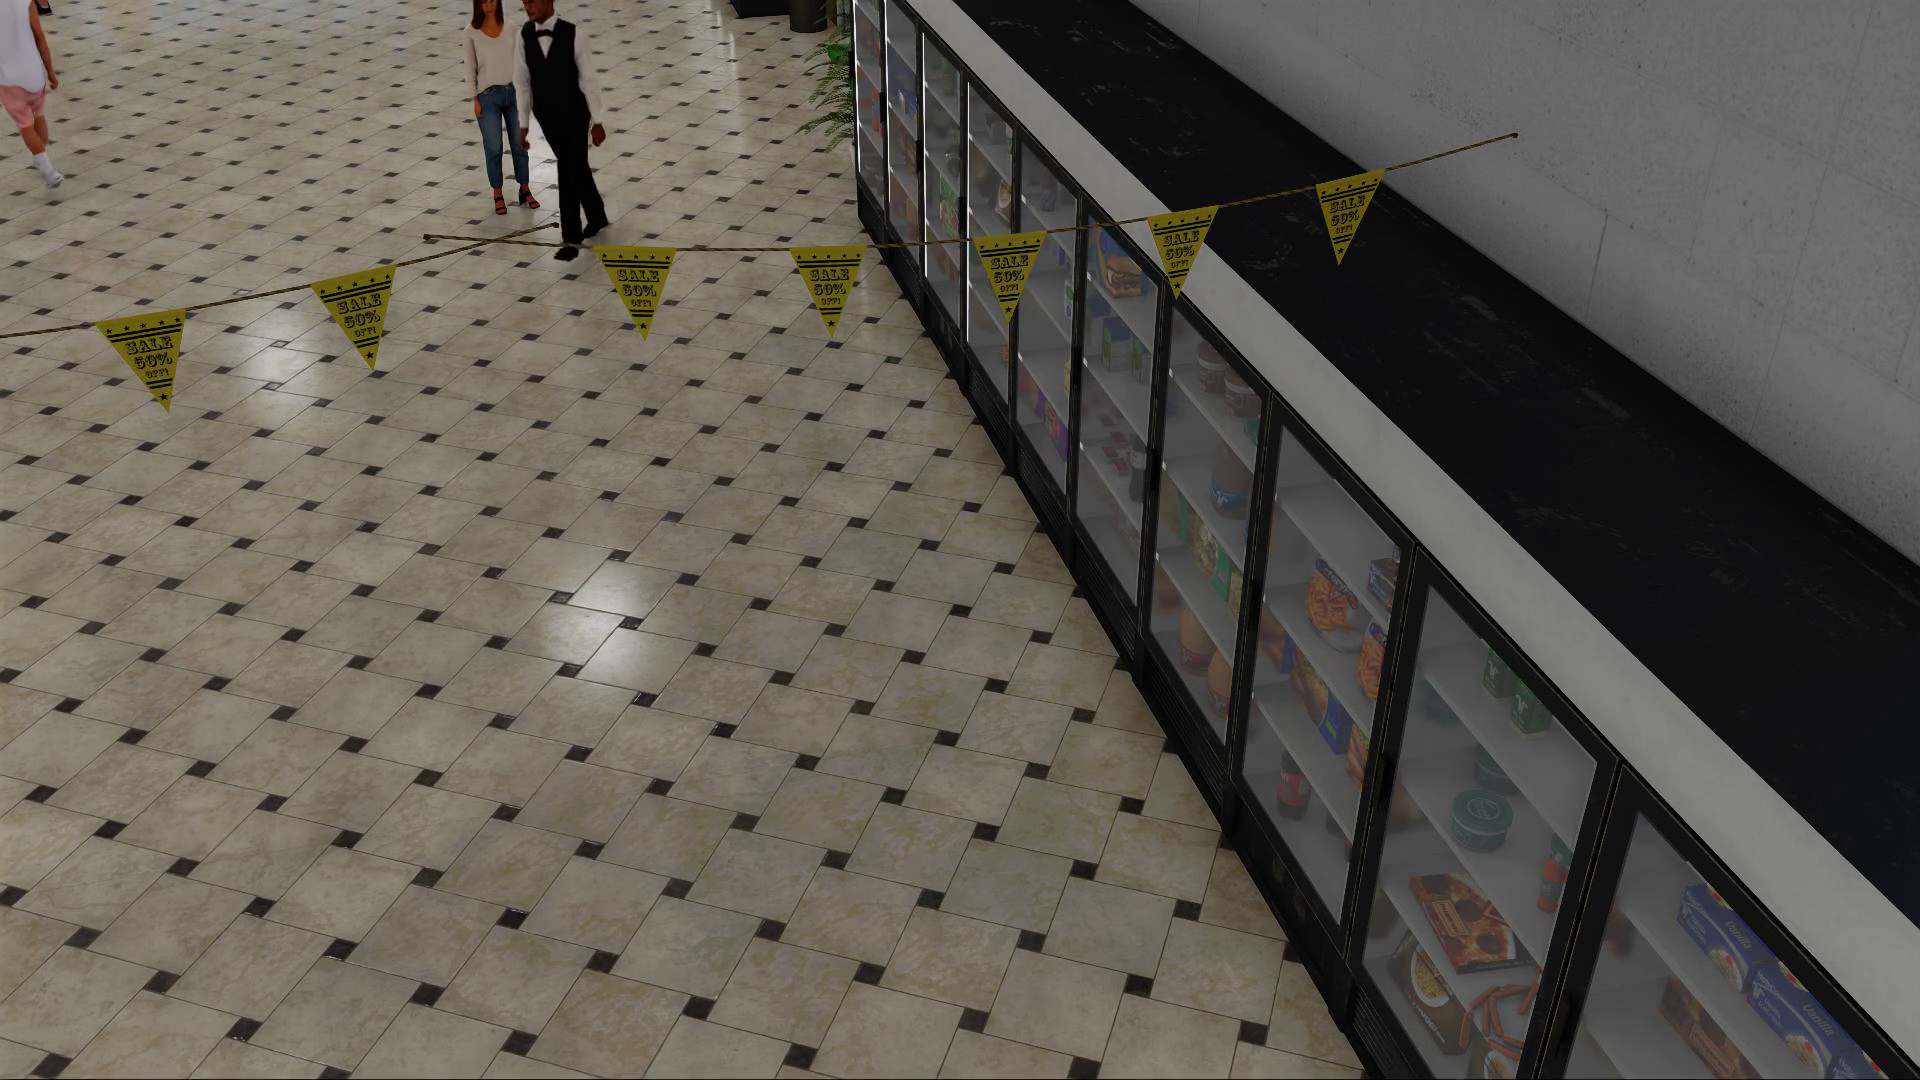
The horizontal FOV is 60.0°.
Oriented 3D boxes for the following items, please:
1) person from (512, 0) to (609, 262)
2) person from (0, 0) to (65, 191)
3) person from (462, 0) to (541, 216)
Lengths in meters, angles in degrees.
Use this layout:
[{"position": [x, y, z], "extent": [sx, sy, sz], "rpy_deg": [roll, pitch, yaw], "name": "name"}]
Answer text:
[{"position": [-2.740, -2.945, 11.668], "extent": [1.227, 1.810, 1.138], "rpy_deg": [8, 33, 12], "name": "person"}, {"position": [-7.148, -3.519, 12.646], "extent": [1.151, 1.753, 1.033], "rpy_deg": [-25, 40, -34], "name": "person"}, {"position": [-3.411, -3.283, 12.332], "extent": [0.566, 1.682, 0.726], "rpy_deg": [-17, 36, -25], "name": "person"}]
